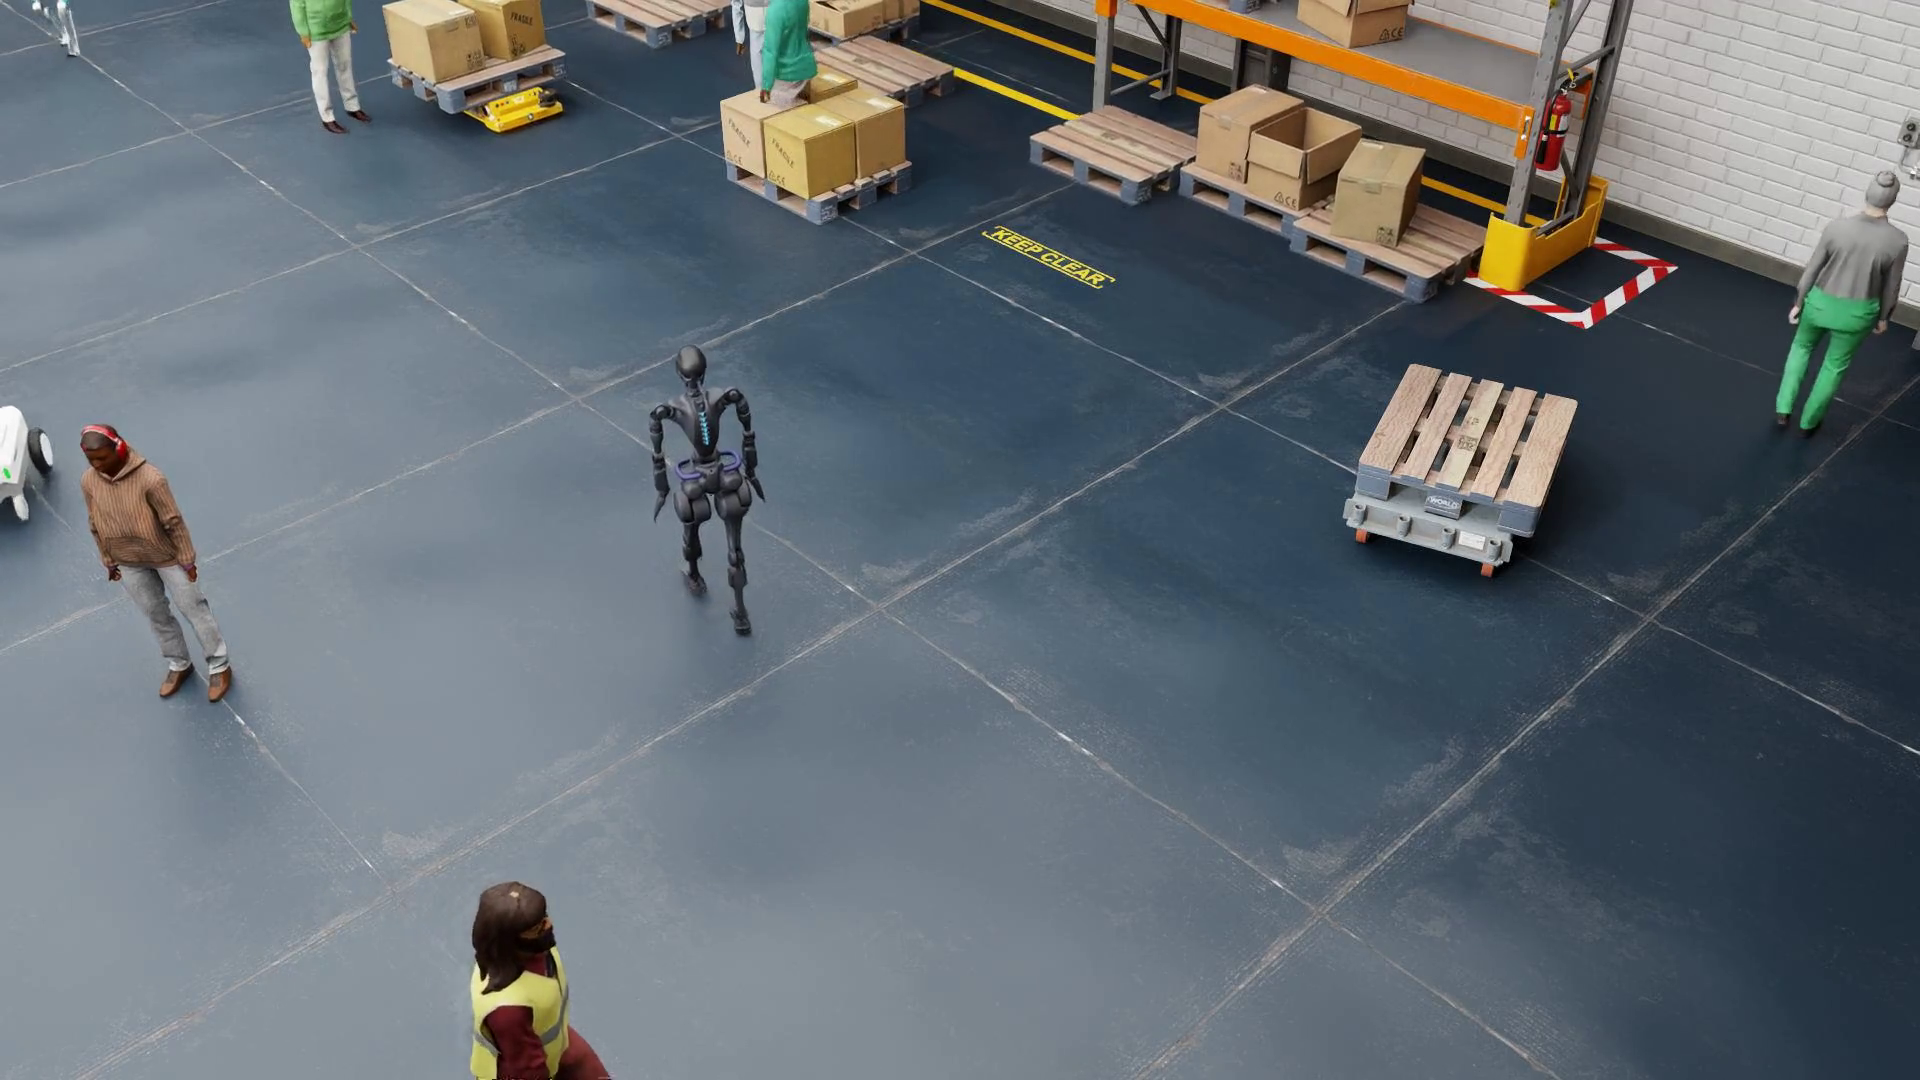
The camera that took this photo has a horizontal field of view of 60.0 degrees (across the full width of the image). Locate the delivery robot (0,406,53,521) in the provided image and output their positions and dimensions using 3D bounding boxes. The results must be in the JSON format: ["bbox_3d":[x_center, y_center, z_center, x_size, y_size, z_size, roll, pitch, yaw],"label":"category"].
[{"bbox_3d":[-5.776,-0.481,9.926,0.499,0.586,0.783,-11,39,-15],"label":"delivery robot"}]

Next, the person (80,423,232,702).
[{"bbox_3d":[-4.016,0.097,8.264,0.473,1.641,0.340,1,37,1],"label":"person"}]

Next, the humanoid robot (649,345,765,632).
[{"bbox_3d":[-1.345,-0.321,8.806,0.602,1.631,0.713,-13,39,-16],"label":"humanoid robot"}]

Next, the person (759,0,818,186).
[{"bbox_3d":[-1.316,-3.646,13.069,0.481,1.835,0.638,12,39,16],"label":"person"}]

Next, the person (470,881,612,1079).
[{"bbox_3d":[-1.479,1.837,5.911,0.981,1.712,0.480,1,37,1],"label":"person"}]

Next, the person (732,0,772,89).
[{"bbox_3d":[-1.571,-4.197,13.733,0.598,1.909,0.400,1,37,1],"label":"person"}]

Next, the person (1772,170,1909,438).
[{"bbox_3d":[5.379,-1.425,10.119,0.561,1.834,0.407,22,42,27],"label":"person"}]

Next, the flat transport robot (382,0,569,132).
[{"bbox_3d":[-4.239,-4.000,14.829,1.431,0.231,0.659,31,47,34],"label":"flat transport robot"}]

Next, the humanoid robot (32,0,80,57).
[{"bbox_3d":[-8.566,-5.362,15.500,0.541,1.889,0.805,-9,38,-11],"label":"humanoid robot"}]

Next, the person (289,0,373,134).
[{"bbox_3d":[-5.365,-4.357,14.046,0.384,1.782,0.550,23,43,27],"label":"person"}]
